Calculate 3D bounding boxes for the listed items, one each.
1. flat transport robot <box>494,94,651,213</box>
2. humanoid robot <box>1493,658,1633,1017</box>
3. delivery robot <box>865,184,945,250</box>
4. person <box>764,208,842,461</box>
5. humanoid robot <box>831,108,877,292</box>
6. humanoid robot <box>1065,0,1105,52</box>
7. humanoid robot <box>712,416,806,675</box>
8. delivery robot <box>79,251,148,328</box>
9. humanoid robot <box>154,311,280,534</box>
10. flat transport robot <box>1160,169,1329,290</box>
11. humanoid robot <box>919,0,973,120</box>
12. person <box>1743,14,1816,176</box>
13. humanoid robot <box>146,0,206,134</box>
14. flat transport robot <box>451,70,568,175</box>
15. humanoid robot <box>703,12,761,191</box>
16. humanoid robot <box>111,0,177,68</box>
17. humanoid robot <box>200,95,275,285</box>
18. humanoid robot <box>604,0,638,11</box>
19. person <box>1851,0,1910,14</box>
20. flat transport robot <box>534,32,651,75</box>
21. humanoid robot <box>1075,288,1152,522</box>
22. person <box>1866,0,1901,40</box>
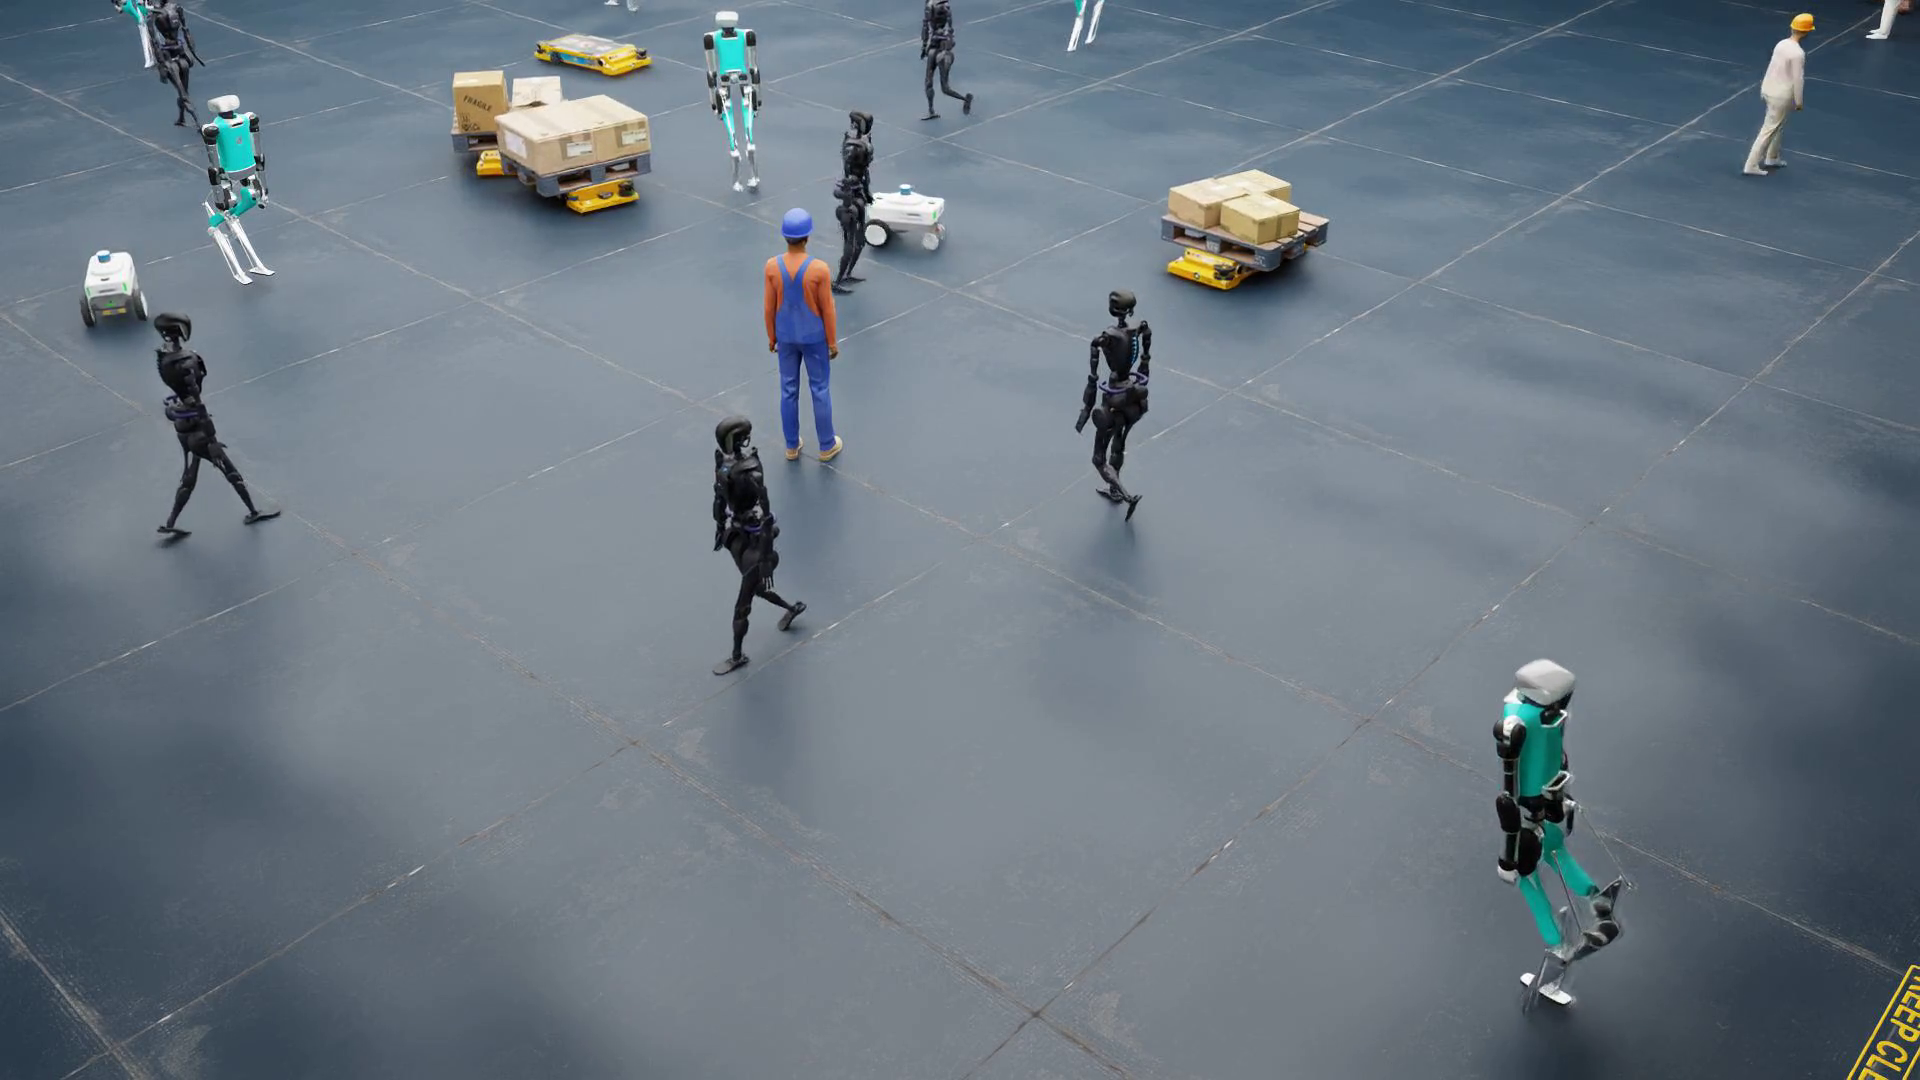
[{"bbox_3d":[-3.939,-3.706,17.122,0.659,0.231,1.431,-23,38,-32],"label":"flat transport robot"},{"bbox_3d":[2.738,1.436,7.493,0.861,1.807,0.539,27,41,36],"label":"humanoid robot"},{"bbox_3d":[-0.548,-3.083,15.865,0.796,0.613,0.499,7,33,11],"label":"delivery robot"},{"bbox_3d":[-1.137,-1.459,11.949,0.516,1.910,0.372,5,32,8],"label":"person"},{"bbox_3d":[-0.937,-3.016,14.685,0.405,1.637,0.610,9,33,14],"label":"humanoid robot"},{"bbox_3d":[1.622,-7.099,21.196,0.542,1.756,0.959,12,34,19],"label":"humanoid robot"},{"bbox_3d":[-1.235,-0.021,9.900,0.765,1.635,0.608,-24,39,-33],"label":"humanoid robot"},{"bbox_3d":[-7.371,-2.221,14.448,0.499,0.583,0.767,-11,33,-17],"label":"delivery robot"},{"bbox_3d":[-5.139,-0.775,11.130,0.785,1.646,0.615,-22,38,-31],"label":"humanoid robot"},{"bbox_3d":[2.616,-2.696,15.496,0.659,0.231,1.431,26,40,35],"label":"flat transport robot"},{"bbox_3d":[-0.183,-5.606,18.857,0.599,1.633,0.610,-19,37,-28],"label":"humanoid robot"},{"bbox_3d":[8.594,-4.608,17.243,0.692,1.669,0.494,-3,32,-5],"label":"person"},{"bbox_3d":[-8.657,-5.358,18.476,0.735,1.631,0.591,12,34,18],"label":"humanoid robot"},{"bbox_3d":[-4.841,-4.301,18.079,0.659,0.231,1.431,-6,32,-10],"label":"flat transport robot"},{"bbox_3d":[-2.247,-4.368,16.764,0.536,1.761,0.718,-6,32,-10],"label":"humanoid robot"},{"bbox_3d":[-10.158,-6.714,20.664,0.549,1.876,0.819,1,32,2],"label":"humanoid robot"},{"bbox_3d":[-6.452,-3.115,14.651,0.735,1.677,0.533,19,37,28],"label":"humanoid robot"},{"bbox_3d":[-4.716,-8.215,23.085,0.778,1.871,0.538,15,35,23],"label":"humanoid robot"},{"bbox_3d":[12.937,-8.289,23.015,0.634,1.842,1.043,-24,39,-33],"label":"person"},{"bbox_3d":[-4.665,-6.161,21.075,1.431,0.231,0.659,20,37,29],"label":"flat transport robot"},{"bbox_3d":[1.125,-0.934,11.330,0.598,1.638,0.570,-22,38,-32],"label":"humanoid robot"},{"bbox_3d":[12.253,-7.392,21.754,0.313,1.641,0.513,22,38,31],"label":"person"}]
